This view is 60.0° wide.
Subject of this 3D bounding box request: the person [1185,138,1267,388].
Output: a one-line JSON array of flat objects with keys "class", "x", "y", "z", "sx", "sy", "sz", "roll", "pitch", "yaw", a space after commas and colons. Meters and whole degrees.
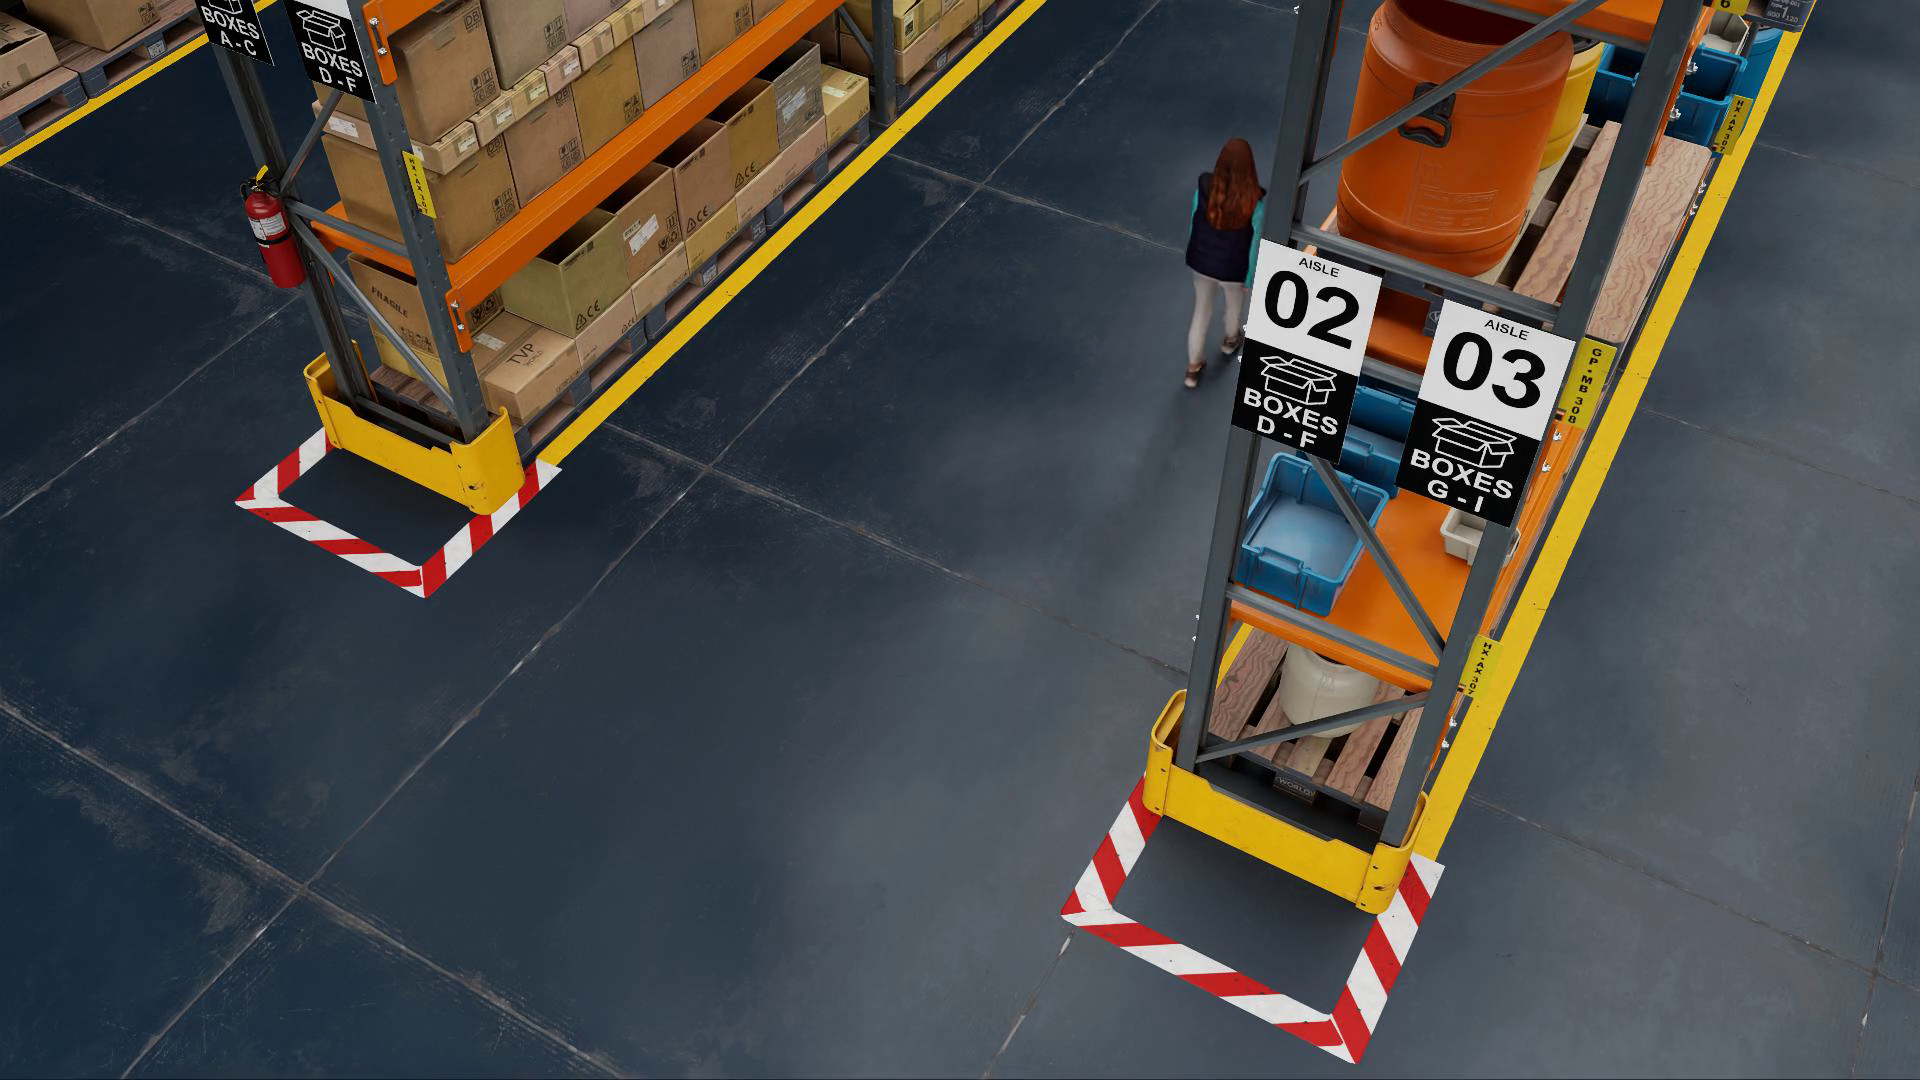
[{"class": "person", "x": 1.379, "y": -1.445, "z": 8.962, "sx": 0.590, "sy": 1.480, "sz": 0.803, "roll": 20, "pitch": 50, "yaw": 18}]
